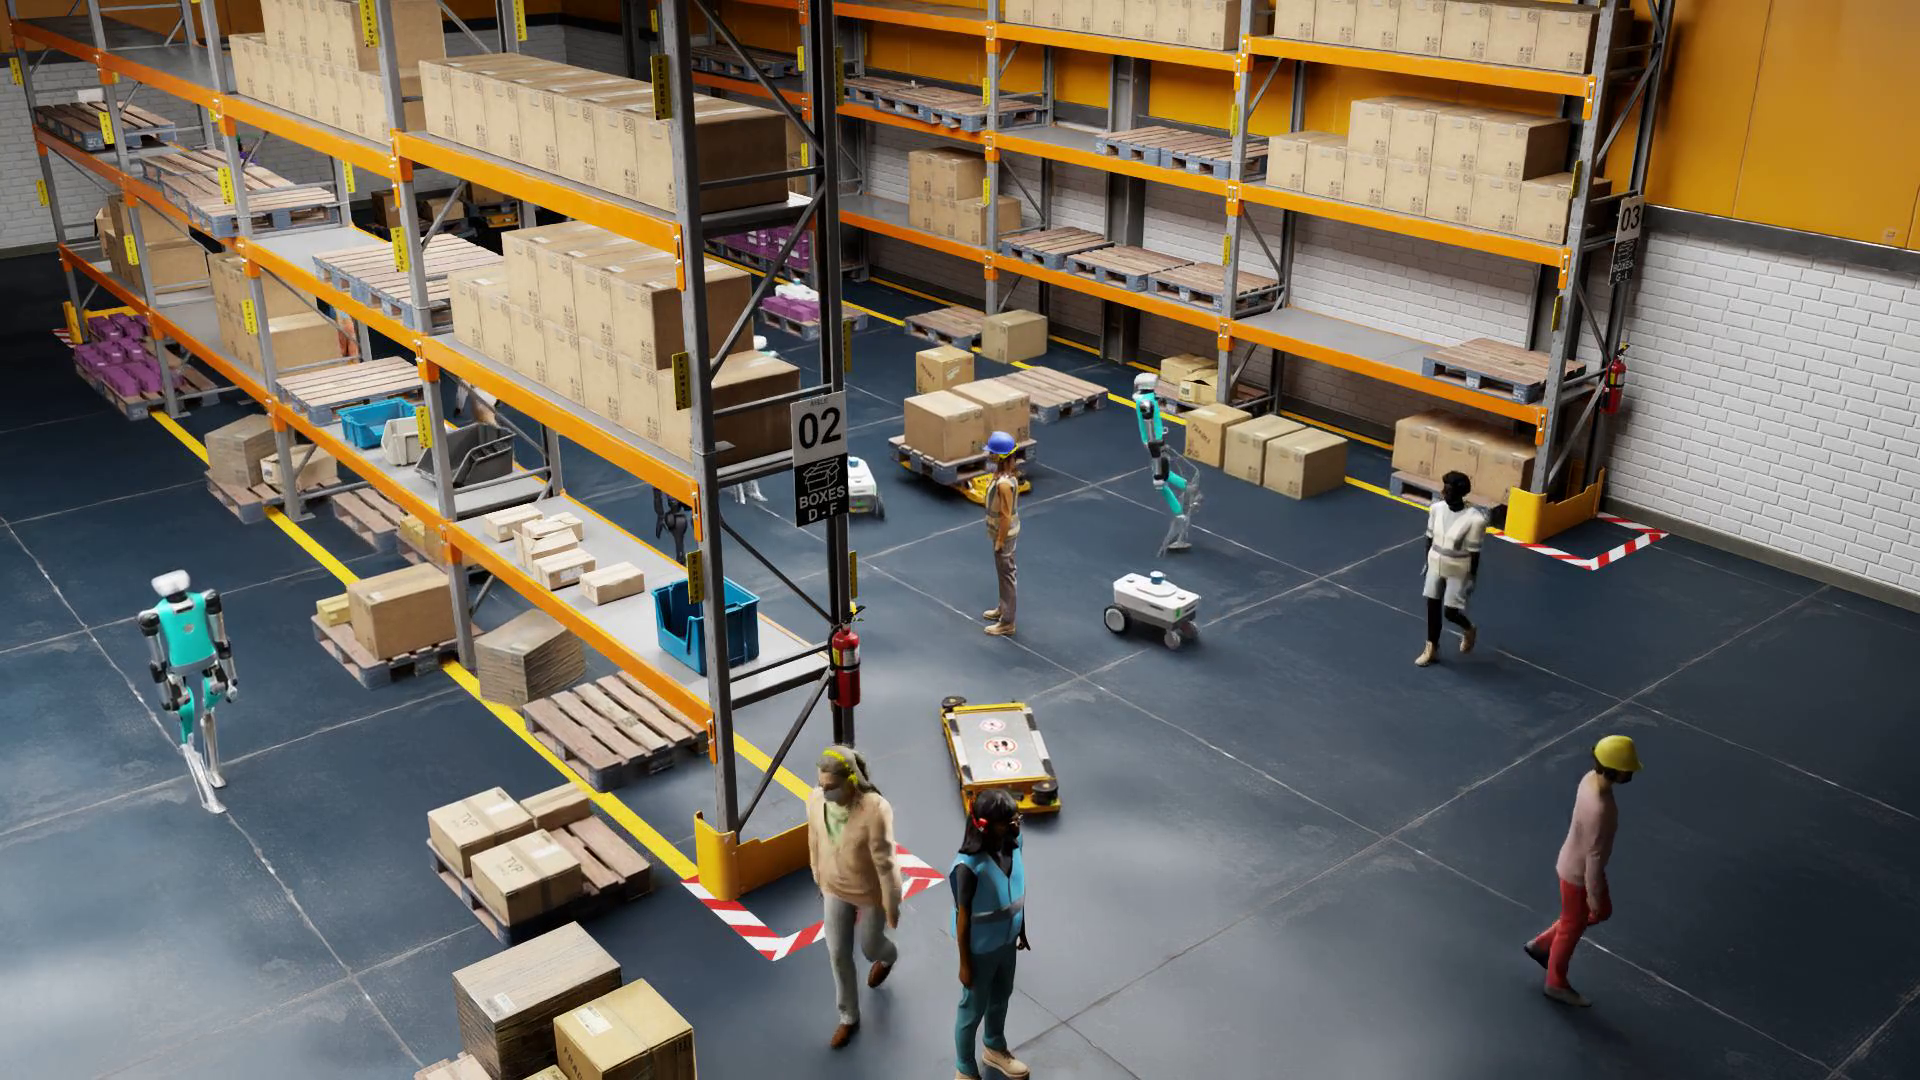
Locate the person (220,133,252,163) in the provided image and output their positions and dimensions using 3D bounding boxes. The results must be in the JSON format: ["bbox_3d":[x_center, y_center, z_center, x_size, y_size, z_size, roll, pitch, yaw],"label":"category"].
[{"bbox_3d":[-11.396,-5.547,26.432,0.491,1.903,0.552,3,24,8],"label":"person"}]

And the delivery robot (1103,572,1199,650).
[{"bbox_3d":[1.635,0.541,13.991,0.744,0.564,0.499,19,30,37],"label":"delivery robot"}]

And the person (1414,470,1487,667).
[{"bbox_3d":[3.953,0.227,13.327,0.456,1.680,0.550,-17,29,-34],"label":"person"}]

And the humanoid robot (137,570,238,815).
[{"bbox_3d":[-5.323,1.002,11.492,0.555,1.793,0.846,-21,31,-39],"label":"humanoid robot"}]

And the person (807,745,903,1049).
[{"bbox_3d":[-0.552,1.895,9.283,0.586,1.848,0.706,9,25,20],"label":"person"}]

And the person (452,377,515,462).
[{"bbox_3d":[-5.034,-1.469,17.220,0.881,1.704,0.583,4,24,9],"label":"person"}]

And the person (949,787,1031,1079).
[{"bbox_3d":[0.149,2.115,8.749,0.390,1.860,0.508,20,31,39],"label":"person"}]

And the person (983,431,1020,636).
[{"bbox_3d":[0.344,-0.061,13.881,0.309,1.778,0.464,1,23,1],"label":"person"}]

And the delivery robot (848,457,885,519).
[{"bbox_3d":[-1.043,-0.523,16.488,0.499,0.591,0.781,-5,24,-11],"label":"delivery robot"}]

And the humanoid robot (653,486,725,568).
[{"bbox_3d":[-2.348,-0.244,14.437,0.607,1.643,0.344,-6,24,-14],"label":"humanoid robot"}]

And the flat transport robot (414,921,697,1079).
[{"bbox_3d":[-2.079,3.096,8.474,1.431,0.231,0.659,-18,29,-36],"label":"flat transport robot"}]

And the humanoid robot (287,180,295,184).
[{"bbox_3d":[-9.618,-4.198,23.510,1.019,1.722,0.538,-8,25,-18],"label":"humanoid robot"}]

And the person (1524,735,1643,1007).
[{"bbox_3d":[3.559,1.878,9.423,0.379,1.756,0.536,9,25,21],"label":"person"}]

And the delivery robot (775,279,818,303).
[{"bbox_3d":[-2.223,-3.292,22.914,0.499,0.601,0.802,-18,29,-36],"label":"delivery robot"}]

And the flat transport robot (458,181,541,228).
[{"bbox_3d":[-7.952,-5.620,28.657,0.659,0.231,1.431,-12,26,-25],"label":"flat transport robot"}]

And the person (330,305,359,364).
[{"bbox_3d":[-7.419,-2.723,20.113,0.627,1.735,0.498,-2,23,-5],"label":"person"}]

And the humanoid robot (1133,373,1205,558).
[{"bbox_3d":[1.998,-0.653,15.353,0.868,1.792,0.542,2,23,4],"label":"humanoid robot"}]

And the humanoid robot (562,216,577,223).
[{"bbox_3d":[-5.064,-3.441,21.817,0.599,1.657,0.315,18,29,35],"label":"humanoid robot"}]

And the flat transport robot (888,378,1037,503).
[{"bbox_3d":[0.031,-0.737,17.350,0.659,0.231,1.431,-16,28,-33],"label":"flat transport robot"}]

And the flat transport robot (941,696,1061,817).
[{"bbox_3d":[0.273,1.547,12.062,0.659,0.231,1.431,-3,24,-7],"label":"flat transport robot"}]

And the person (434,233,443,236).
[{"bbox_3d":[-6.462,-3.043,20.932,0.455,1.660,0.281,16,28,33],"label":"person"}]

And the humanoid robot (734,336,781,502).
[{"bbox_3d":[-2.138,-1.211,16.602,0.540,1.786,0.745,-19,30,-37],"label":"humanoid robot"}]
